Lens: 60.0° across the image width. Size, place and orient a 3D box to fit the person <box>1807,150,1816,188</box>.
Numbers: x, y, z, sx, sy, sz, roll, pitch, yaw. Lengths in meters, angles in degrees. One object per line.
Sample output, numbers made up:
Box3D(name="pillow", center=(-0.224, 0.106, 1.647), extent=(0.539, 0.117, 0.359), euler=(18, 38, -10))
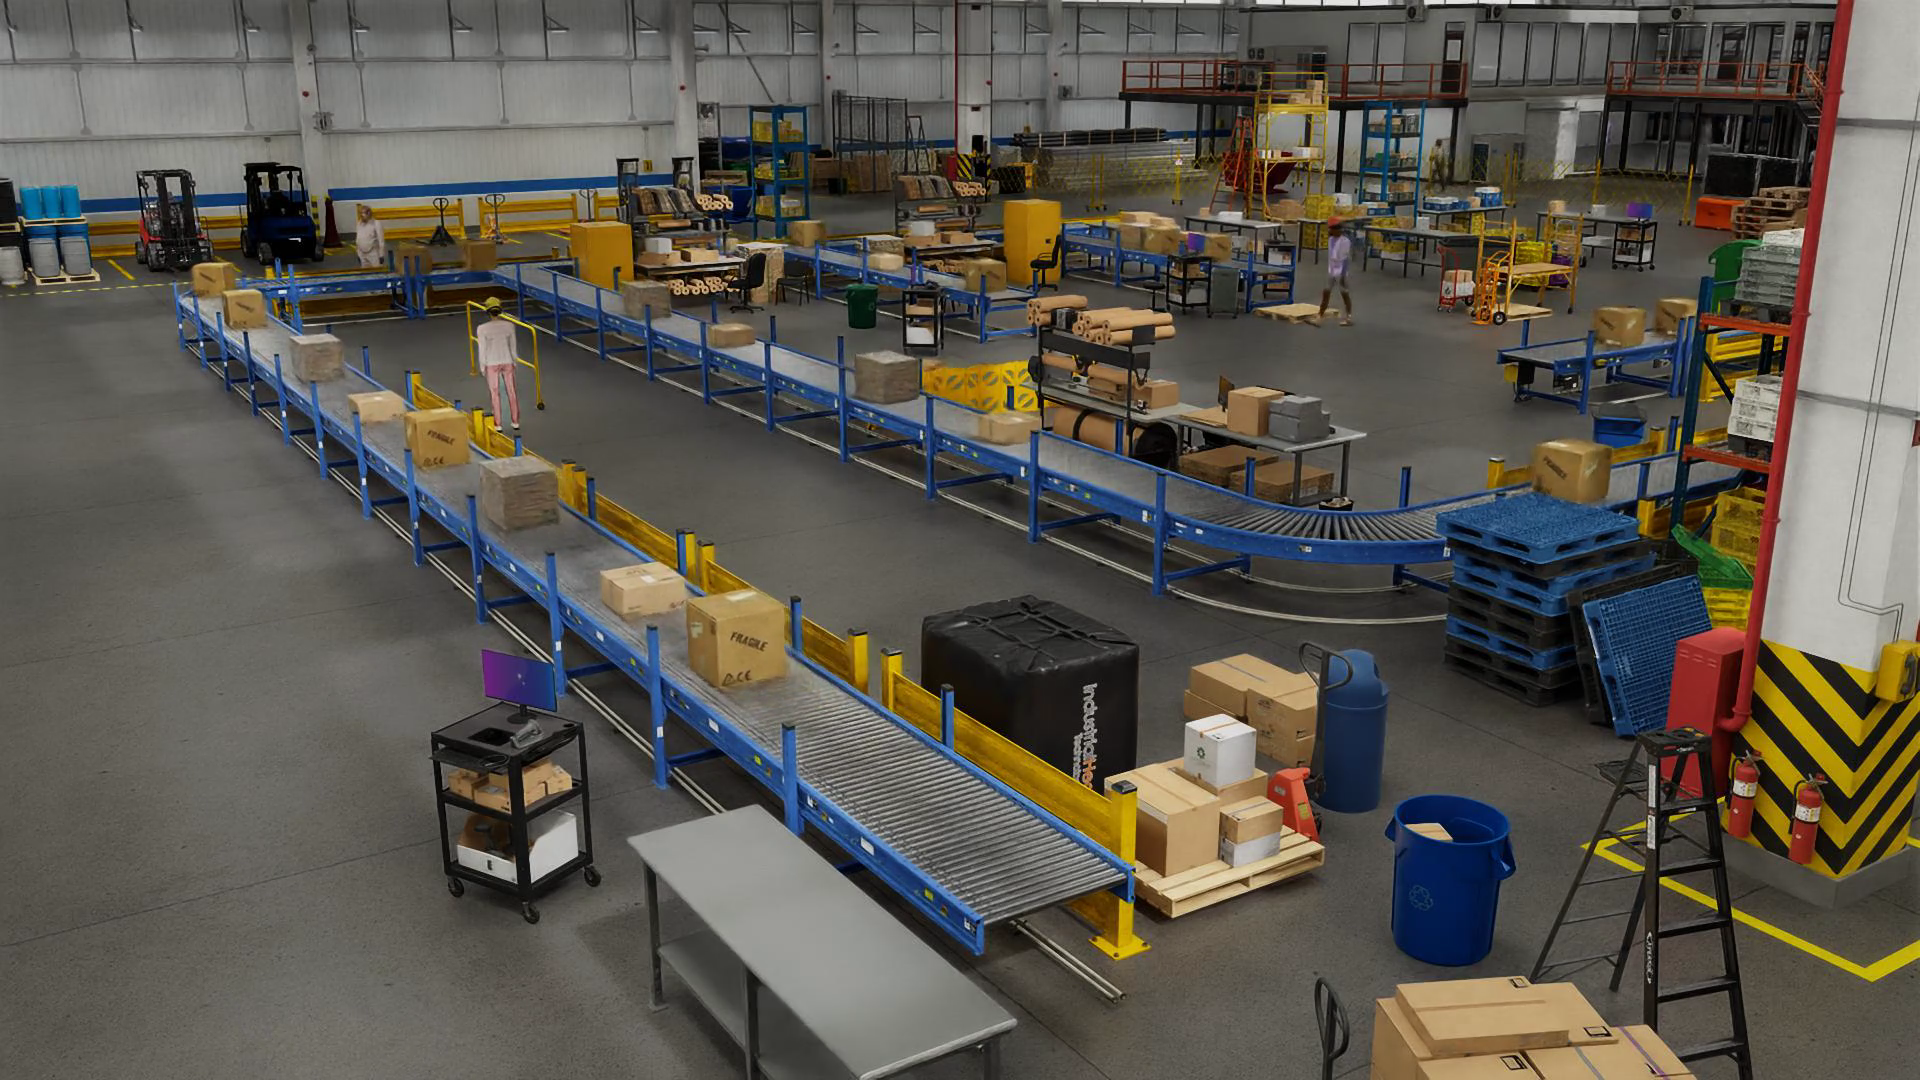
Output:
Box3D(name="person", center=(27.182, -11.689, 52.677), extent=(0.604, 1.961, 0.367), euler=(12, 20, 34))

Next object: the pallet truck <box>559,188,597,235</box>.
Box3D(name="pallet truck", center=(-10.010, -8.652, 43.699), extent=(0.653, 1.274, 1.630), euler=(-10, 20, -31))

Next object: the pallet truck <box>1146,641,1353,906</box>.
Box3D(name="pallet truck", center=(1.664, 1.407, 10.232), extent=(1.630, 1.274, 0.653), euler=(-10, 20, -31))

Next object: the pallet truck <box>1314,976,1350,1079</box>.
Box3D(name="pallet truck", center=(2.299, 2.390, 7.086), extent=(1.601, 1.201, 0.680), euler=(-2, 17, -7))

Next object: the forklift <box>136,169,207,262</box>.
Box3D(name="forklift", center=(-17.842, -7.318, 37.559), extent=(1.157, 1.987, 2.680), euler=(-10, 20, -31))

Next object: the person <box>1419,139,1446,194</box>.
Box3D(name="person", center=(15.910, -12.526, 55.736), extent=(0.948, 1.799, 0.517), euler=(8, 18, 24))

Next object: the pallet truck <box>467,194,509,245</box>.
Box3D(name="pallet truck", center=(-11.983, -8.177, 42.137), extent=(0.704, 1.261, 1.522), euler=(-11, 20, -33))

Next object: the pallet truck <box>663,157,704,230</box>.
Box3D(name="pallet truck", center=(-7.586, -9.308, 44.692), extent=(0.823, 1.965, 1.885), euler=(-11, 20, -33))

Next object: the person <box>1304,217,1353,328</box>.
Box3D(name="person", center=(6.669, -4.746, 29.579), extent=(1.064, 1.956, 0.650), euler=(-8, 19, -26))

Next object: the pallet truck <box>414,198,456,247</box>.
Box3D(name="pallet truck", center=(-13.250, -8.060, 41.856), extent=(0.680, 1.201, 1.601), euler=(-10, 20, -31))

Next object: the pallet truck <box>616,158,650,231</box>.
Box3D(name="pallet truck", center=(-8.918, -9.176, 44.255), extent=(0.823, 1.965, 1.885), euler=(-9, 19, -27))

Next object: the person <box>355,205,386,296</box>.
Box3D(name="person", center=(-11.484, -5.550, 32.348), extent=(0.652, 1.904, 0.402), euler=(7, 18, 23))

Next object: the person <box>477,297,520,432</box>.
Box3D(name="person", center=(-6.043, -2.294, 21.749), extent=(0.528, 1.767, 0.330), euler=(-12, 21, -35))

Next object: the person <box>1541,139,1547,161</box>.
Box3D(name="person", center=(22.219, -14.620, 63.047), extent=(0.508, 1.583, 0.810), euler=(13, 21, 37))

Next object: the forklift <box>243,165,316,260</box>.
Box3D(name="forklift", center=(-15.898, -7.669, 38.708), extent=(1.157, 1.987, 2.680), euler=(-11, 20, -33))
